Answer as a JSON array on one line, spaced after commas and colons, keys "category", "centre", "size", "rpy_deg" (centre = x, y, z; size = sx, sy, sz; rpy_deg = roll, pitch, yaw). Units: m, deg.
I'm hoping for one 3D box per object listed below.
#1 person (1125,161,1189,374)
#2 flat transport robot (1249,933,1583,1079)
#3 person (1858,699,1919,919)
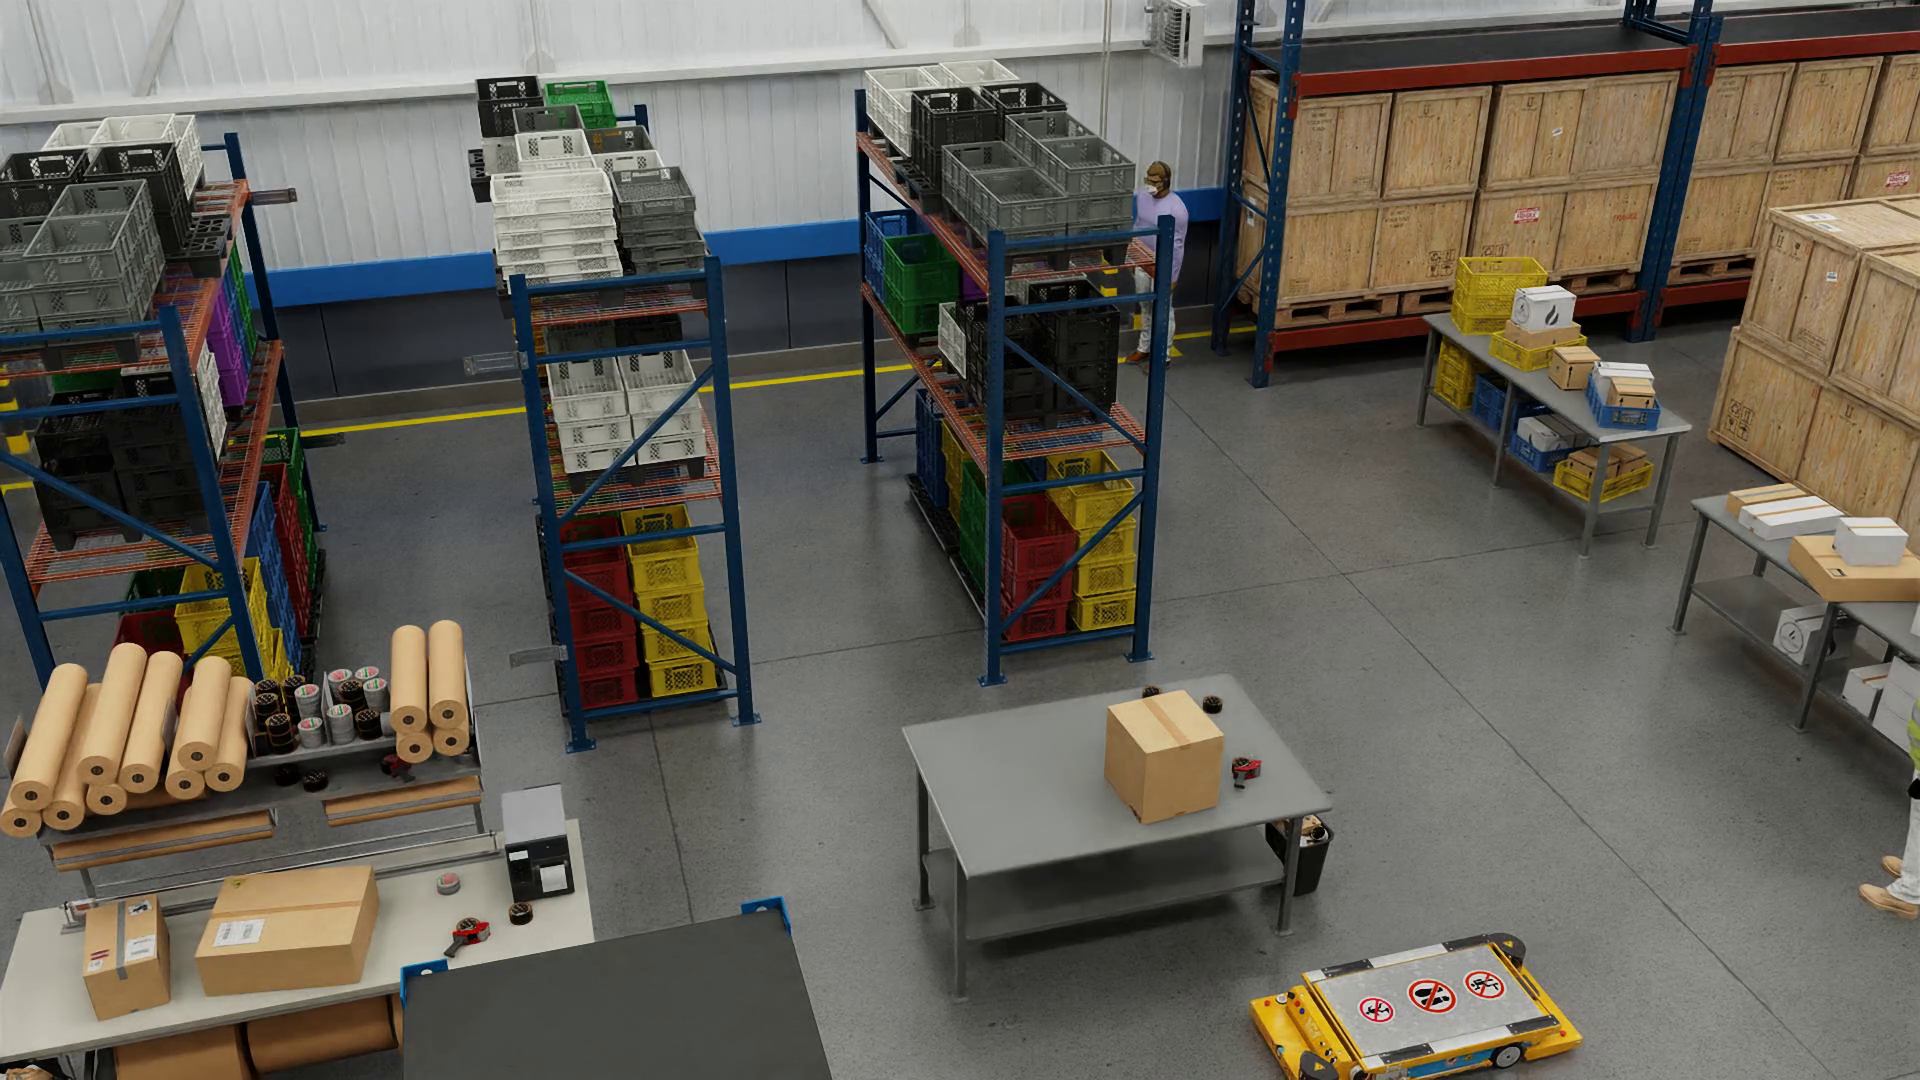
[{"category": "person", "centre": [1.756, -2.444, 14.872], "size": [0.374, 1.933, 0.625], "rpy_deg": [-17, 33, -28]}, {"category": "flat transport robot", "centre": [2.184, 2.282, 7.980], "size": [1.431, 0.197, 0.652], "rpy_deg": [-8, 30, -14]}, {"category": "person", "centre": [5.050, 1.107, 8.497], "size": [0.627, 1.847, 0.429], "rpy_deg": [-24, 37, -36]}]
